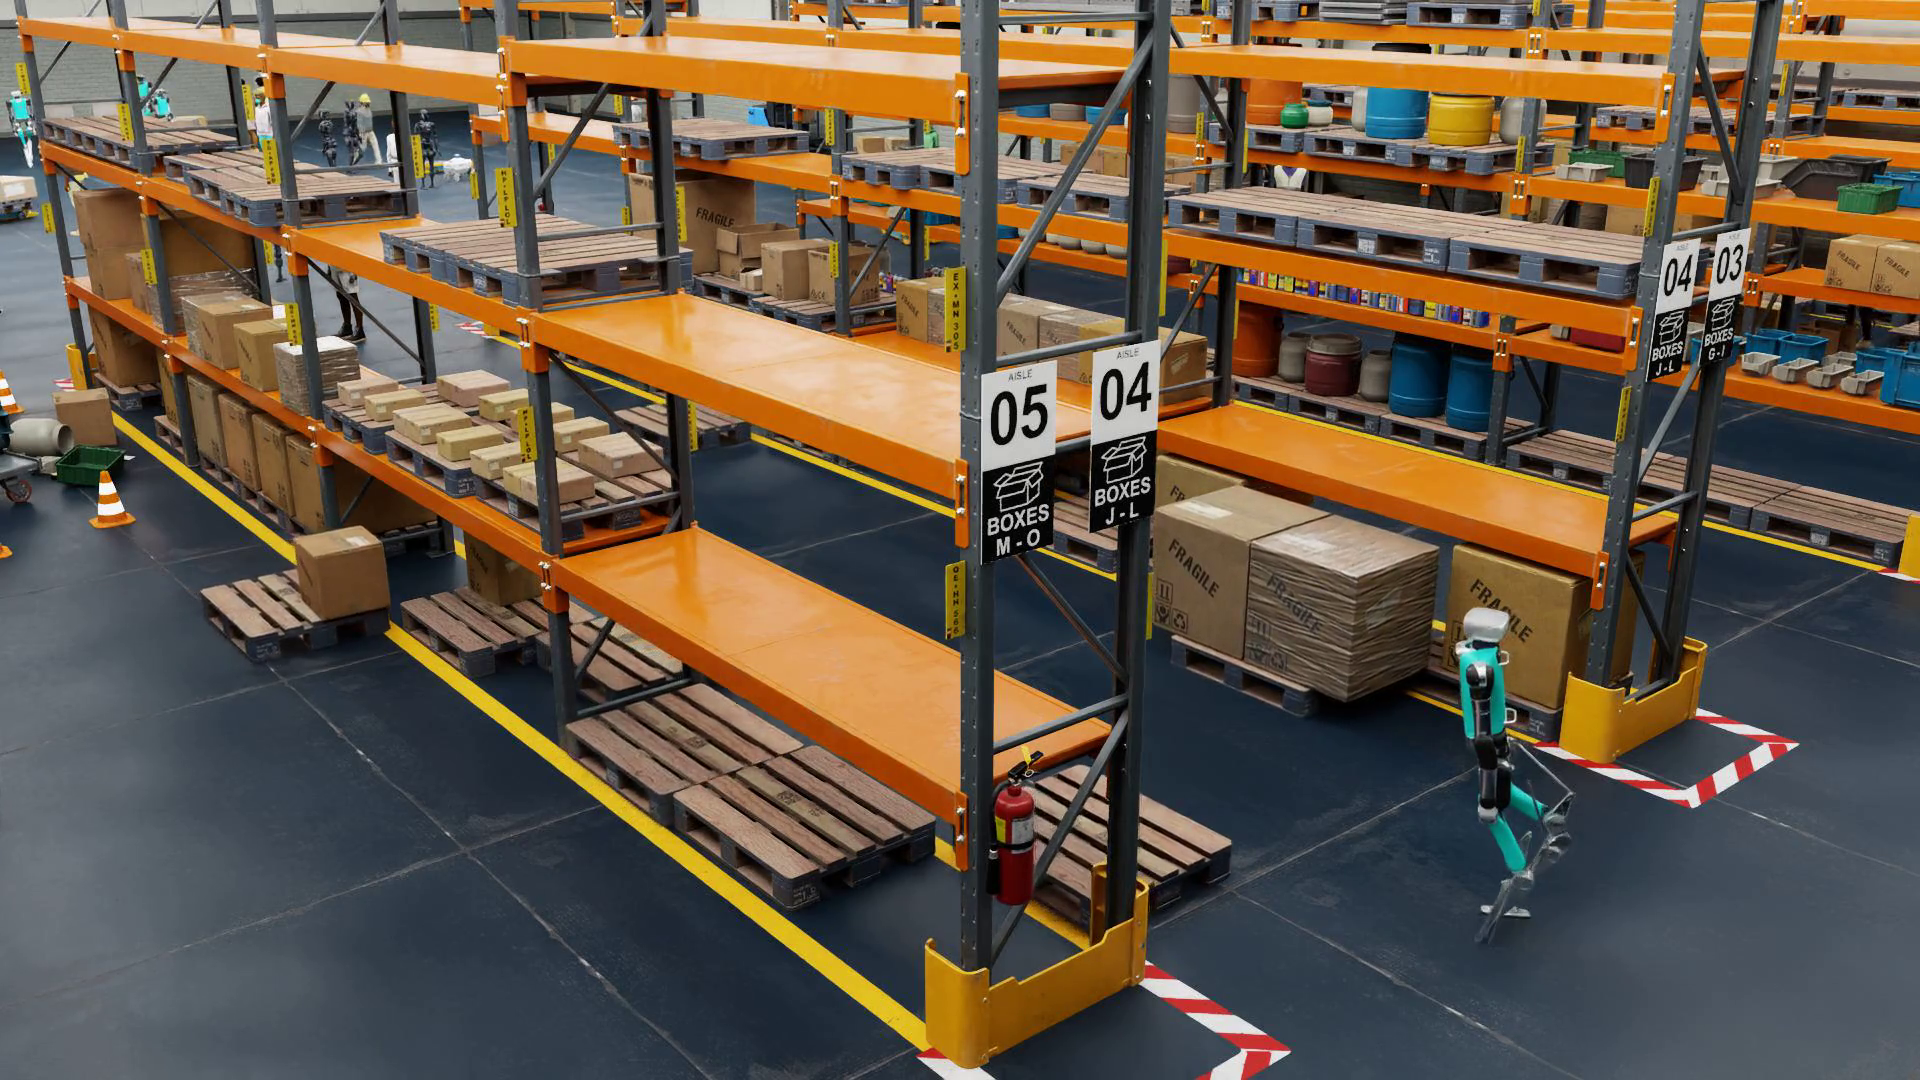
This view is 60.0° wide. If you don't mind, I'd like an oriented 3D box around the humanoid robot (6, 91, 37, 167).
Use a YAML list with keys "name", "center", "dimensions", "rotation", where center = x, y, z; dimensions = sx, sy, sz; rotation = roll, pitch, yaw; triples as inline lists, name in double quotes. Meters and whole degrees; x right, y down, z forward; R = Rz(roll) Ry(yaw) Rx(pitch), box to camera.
- name: "humanoid robot"
  center: [-22.255, -9.744, 39.487]
  dimensions: [0.568, 1.800, 0.843]
  rotation: [-14, 24, -34]

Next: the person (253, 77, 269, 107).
- name: "person"
  center: [-18.836, -11.686, 45.072]
  dimensions: [0.547, 1.666, 0.482]
  rotation: [-9, 21, -25]

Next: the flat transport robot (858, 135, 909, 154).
- name: "flat transport robot"
  center: [-1.742, -8.204, 37.285]
  dimensions: [1.431, 0.231, 0.659]
  rotation: [-8, 21, -21]

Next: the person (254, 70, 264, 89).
- name: "person"
  center: [-19.880, -12.652, 47.540]
  dimensions: [0.400, 1.870, 0.492]
  rotation: [11, 22, 28]

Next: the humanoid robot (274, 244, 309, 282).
- name: "humanoid robot"
  center: [-10.423, -4.825, 25.564]
  dimensions: [0.616, 1.639, 0.537]
  rotation: [3, 20, 9]

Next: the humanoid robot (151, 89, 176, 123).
- name: "humanoid robot"
  center: [-18.885, -9.909, 39.993]
  dimensions: [0.800, 1.804, 0.530]
  rotation: [4, 20, 12]

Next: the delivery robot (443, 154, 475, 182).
- name: "delivery robot"
  center: [-11.192, -8.311, 37.169]
  dimensions: [0.499, 0.601, 0.783]
  rotation: [7, 21, 19]

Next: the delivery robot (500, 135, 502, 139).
- name: "delivery robot"
  center: [-12.576, -11.328, 45.729]
  dimensions: [0.499, 0.585, 0.765]
  rotation: [-12, 23, -31]

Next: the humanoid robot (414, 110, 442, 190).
- name: "humanoid robot"
  center: [-11.398, -8.356, 35.571]
  dimensions: [0.315, 1.657, 0.599]
  rotation: [15, 24, 36]

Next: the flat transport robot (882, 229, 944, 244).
- name: "flat transport robot"
  center: [-0.836, -5.410, 29.332]
  dimensions: [0.659, 0.231, 1.431]
  rotation: [-7, 21, -20]

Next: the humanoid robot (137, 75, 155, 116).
- name: "humanoid robot"
  center: [-22.029, -11.591, 44.784]
  dimensions: [0.538, 1.762, 1.029]
  rotation: [-1, 19, -1]

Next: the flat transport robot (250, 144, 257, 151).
- name: "flat transport robot"
  center: [-18.609, -9.867, 42.016]
  dimensions: [1.431, 0.231, 0.659]
  rotation: [2, 19, 7]

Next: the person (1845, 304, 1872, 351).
- name: "person"
  center: [11.388, -3.271, 21.129]
  dimensions: [0.539, 1.671, 0.716]
  rotation: [-17, 26, -40]

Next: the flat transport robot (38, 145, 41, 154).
- name: "flat transport robot"
  center: [-23.173, -10.043, 42.518]
  dimensions: [0.659, 0.231, 1.431]
  rotation: [-10, 21, -25]

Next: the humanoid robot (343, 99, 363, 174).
- name: "humanoid robot"
  center: [-14.008, -9.273, 38.199]
  dimensions: [0.385, 1.639, 0.610]
  rotation: [3, 20, 8]

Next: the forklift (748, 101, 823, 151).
- name: "forklift"
  center: [-4.526, -11.368, 42.374]
  dimensions: [1.129, 2.768, 1.873]
  rotation: [-15, 24, -37]

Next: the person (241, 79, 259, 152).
- name: "person"
  center: [-18.057, -10.730, 42.104]
  dimensions: [0.794, 1.843, 0.413]
  rotation: [10, 22, 26]

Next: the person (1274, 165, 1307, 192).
- name: "person"
  center: [5.320, -5.446, 27.056]
  dimensions: [0.570, 1.843, 0.375]
  rotation: [2, 19, 6]

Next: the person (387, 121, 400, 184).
- name: "person"
  center: [-10.543, -7.007, 31.440]
  dimensions: [0.572, 1.886, 0.354]
  rotation: [4, 20, 10]

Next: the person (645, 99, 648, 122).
- name: "person"
  center: [-7.933, -11.121, 43.011]
  dimensions: [0.387, 1.977, 0.489]
  rotation: [17, 26, 40]

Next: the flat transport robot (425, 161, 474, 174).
- name: "flat transport robot"
  center: [-11.863, -8.652, 38.559]
  dimensions: [1.431, 0.231, 0.659]
  rotation: [-6, 20, -17]

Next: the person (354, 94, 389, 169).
- name: "person"
  center: [-13.920, -9.550, 38.952]
  dimensions: [0.850, 1.732, 0.536]
  rotation: [6, 20, 17]

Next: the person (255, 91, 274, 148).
- name: "person"
  center: [-15.565, -9.089, 37.330]
  dimensions: [0.502, 1.913, 0.369]
  rotation: [8, 21, 21]

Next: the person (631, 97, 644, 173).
- name: "person"
  center: [-7.333, -9.136, 37.487]
  dimensions: [0.355, 1.895, 0.581]
  rotation: [4, 20, 11]

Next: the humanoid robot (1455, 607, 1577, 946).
- name: "humanoid robot"
  center: [2.802, 1.243, 8.282]
  dimensions: [0.784, 1.840, 0.543]
  rotation: [5, 20, 15]

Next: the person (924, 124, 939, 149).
- name: "person"
  center: [-0.615, -7.562, 33.261]
  dimensions: [0.477, 1.727, 0.355]
  rotation: [9, 21, 25]

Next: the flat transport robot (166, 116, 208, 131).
- name: "flat transport robot"
  center: [-19.328, -9.748, 41.680]
  dimensions: [1.431, 0.231, 0.659]
  rotation: [-6, 20, -15]

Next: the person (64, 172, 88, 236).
- name: "person"
  center: [-15.819, -6.395, 29.714]
  dimensions: [0.406, 1.885, 0.516]
  rotation: [-2, 19, -5]

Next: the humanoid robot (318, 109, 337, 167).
- name: "humanoid robot"
  center: [-13.581, -8.433, 35.790]
  dimensions: [0.315, 1.657, 0.599]
  rotation: [-12, 23, -30]

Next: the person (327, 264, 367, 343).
- name: "person"
  center: [-7.962, -3.522, 21.403]
  dimensions: [0.611, 1.963, 0.362]
  rotation: [15, 25, 37]

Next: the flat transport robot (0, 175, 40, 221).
- name: "flat transport robot"
  center: [-18.221, -6.119, 31.352]
  dimensions: [0.659, 0.231, 1.431]
  rotation: [7, 20, 18]
